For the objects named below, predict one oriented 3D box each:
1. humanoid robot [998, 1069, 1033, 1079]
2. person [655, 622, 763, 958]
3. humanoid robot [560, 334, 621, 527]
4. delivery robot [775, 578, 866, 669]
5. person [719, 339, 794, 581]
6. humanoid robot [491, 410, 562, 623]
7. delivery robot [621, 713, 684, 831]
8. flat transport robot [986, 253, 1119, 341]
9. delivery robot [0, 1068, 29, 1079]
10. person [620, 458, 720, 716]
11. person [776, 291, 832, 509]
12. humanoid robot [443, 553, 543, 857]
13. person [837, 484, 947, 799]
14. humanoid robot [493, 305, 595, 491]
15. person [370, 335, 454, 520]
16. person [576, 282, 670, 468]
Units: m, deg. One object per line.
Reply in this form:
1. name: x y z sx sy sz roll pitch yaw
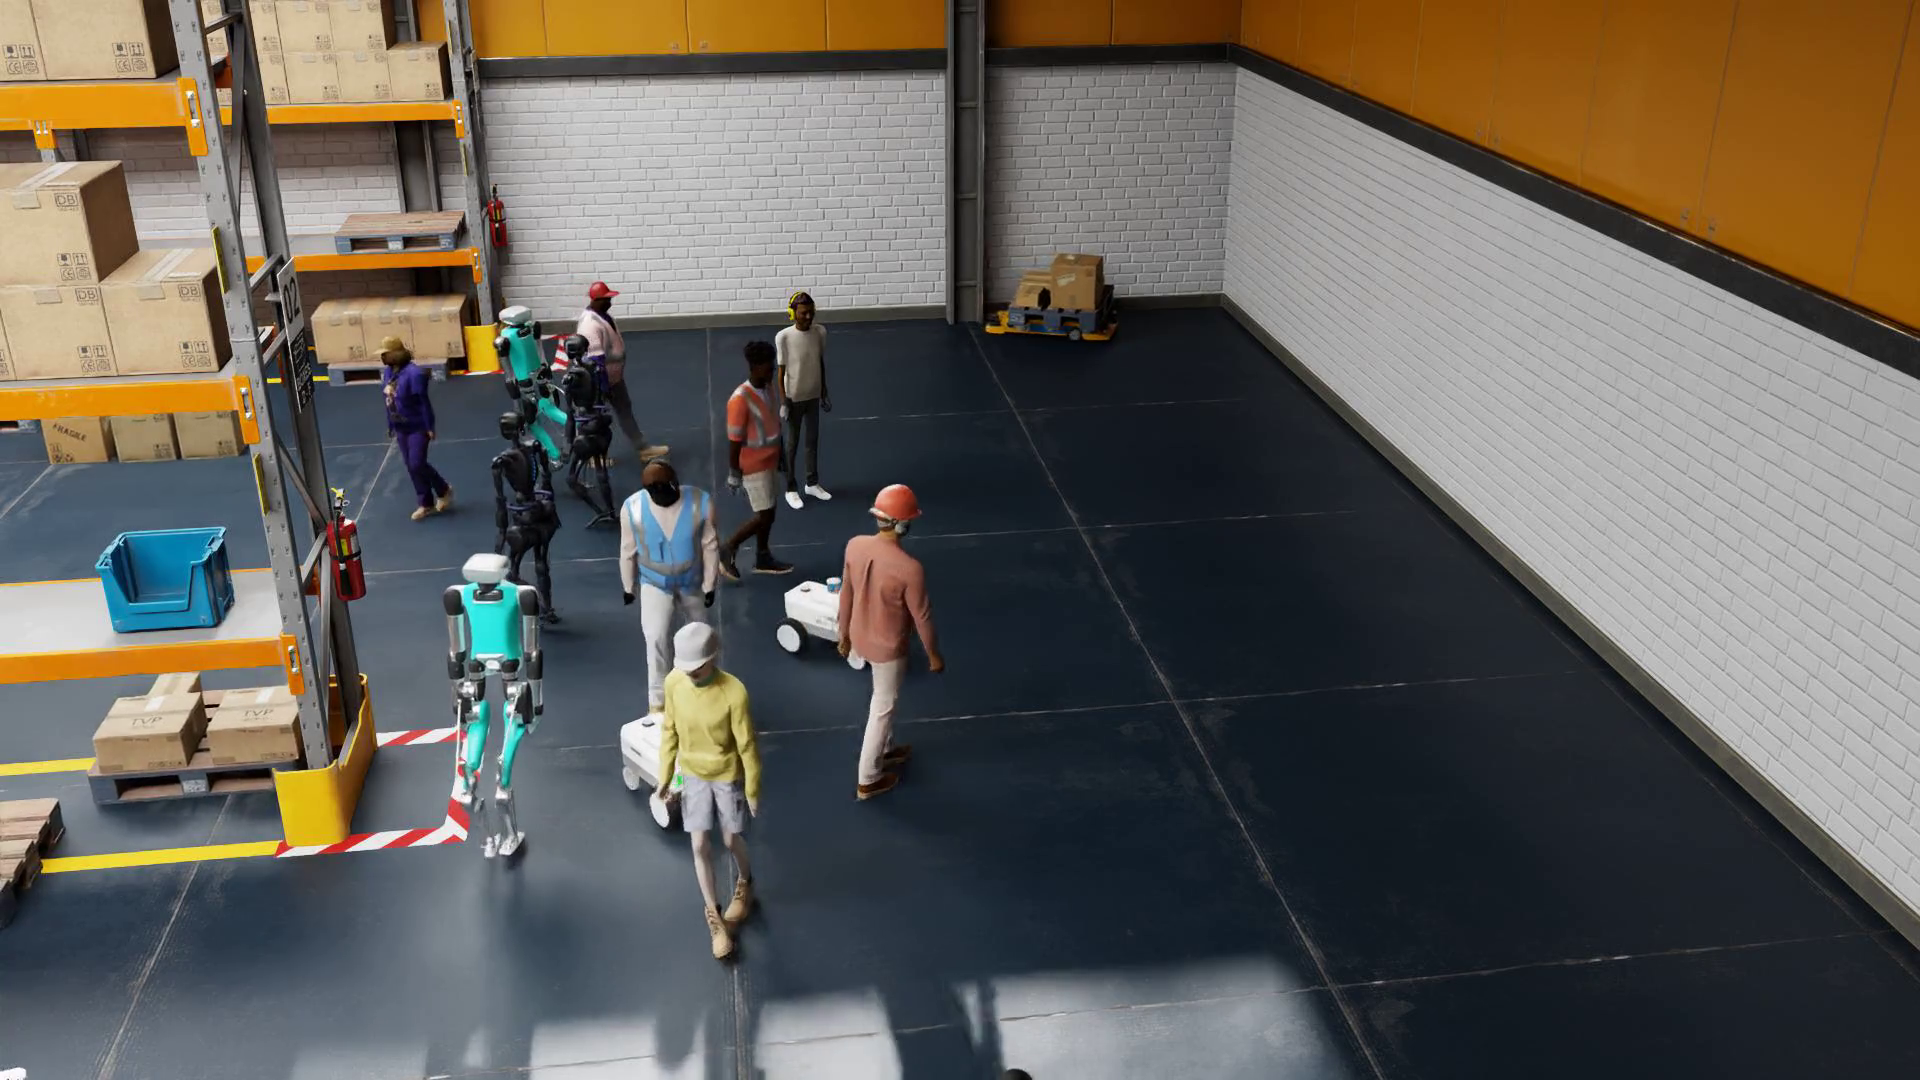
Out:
1. humanoid robot: 0.214 2.517 5.922 0.611 1.643 0.360 -5 24 -11
2. person: -1.297 1.250 8.585 0.550 1.849 0.625 5 24 12
3. humanoid robot: -3.047 -0.887 13.655 0.363 1.648 0.603 8 25 17
4. delivery robot: -0.902 0.559 11.788 0.812 0.611 0.499 15 28 30
5. person: -1.584 -0.608 12.707 0.509 1.943 0.602 5 24 10
6. humanoid robot: -3.092 -0.148 11.979 0.364 1.642 0.616 12 27 26
7. delivery robot: -1.717 1.349 9.978 0.499 0.602 0.801 -19 30 -37
8. flat transport robot: 1.065 -2.503 19.098 1.431 0.231 0.659 6 24 13
9. delivery robot: -4.376 2.582 7.179 0.814 0.611 0.499 -10 26 -22
10. person: -1.882 0.287 10.879 0.650 1.774 0.846 -5 24 -11
11. person: -1.312 -1.203 14.145 0.517 1.873 0.336 -18 29 -34
12. humanoid robot: -2.612 0.990 9.283 0.542 1.739 0.765 0 24 -1
13. person: -0.388 0.595 9.936 0.729 1.964 0.633 -19 30 -37
14. humanoid robot: -3.476 -1.109 14.147 1.040 1.753 0.568 10 26 22
15. person: -4.573 -0.927 13.837 0.490 1.603 0.380 13 27 27
16. person: -3.065 -1.459 14.909 0.839 1.720 0.645 2 24 6
